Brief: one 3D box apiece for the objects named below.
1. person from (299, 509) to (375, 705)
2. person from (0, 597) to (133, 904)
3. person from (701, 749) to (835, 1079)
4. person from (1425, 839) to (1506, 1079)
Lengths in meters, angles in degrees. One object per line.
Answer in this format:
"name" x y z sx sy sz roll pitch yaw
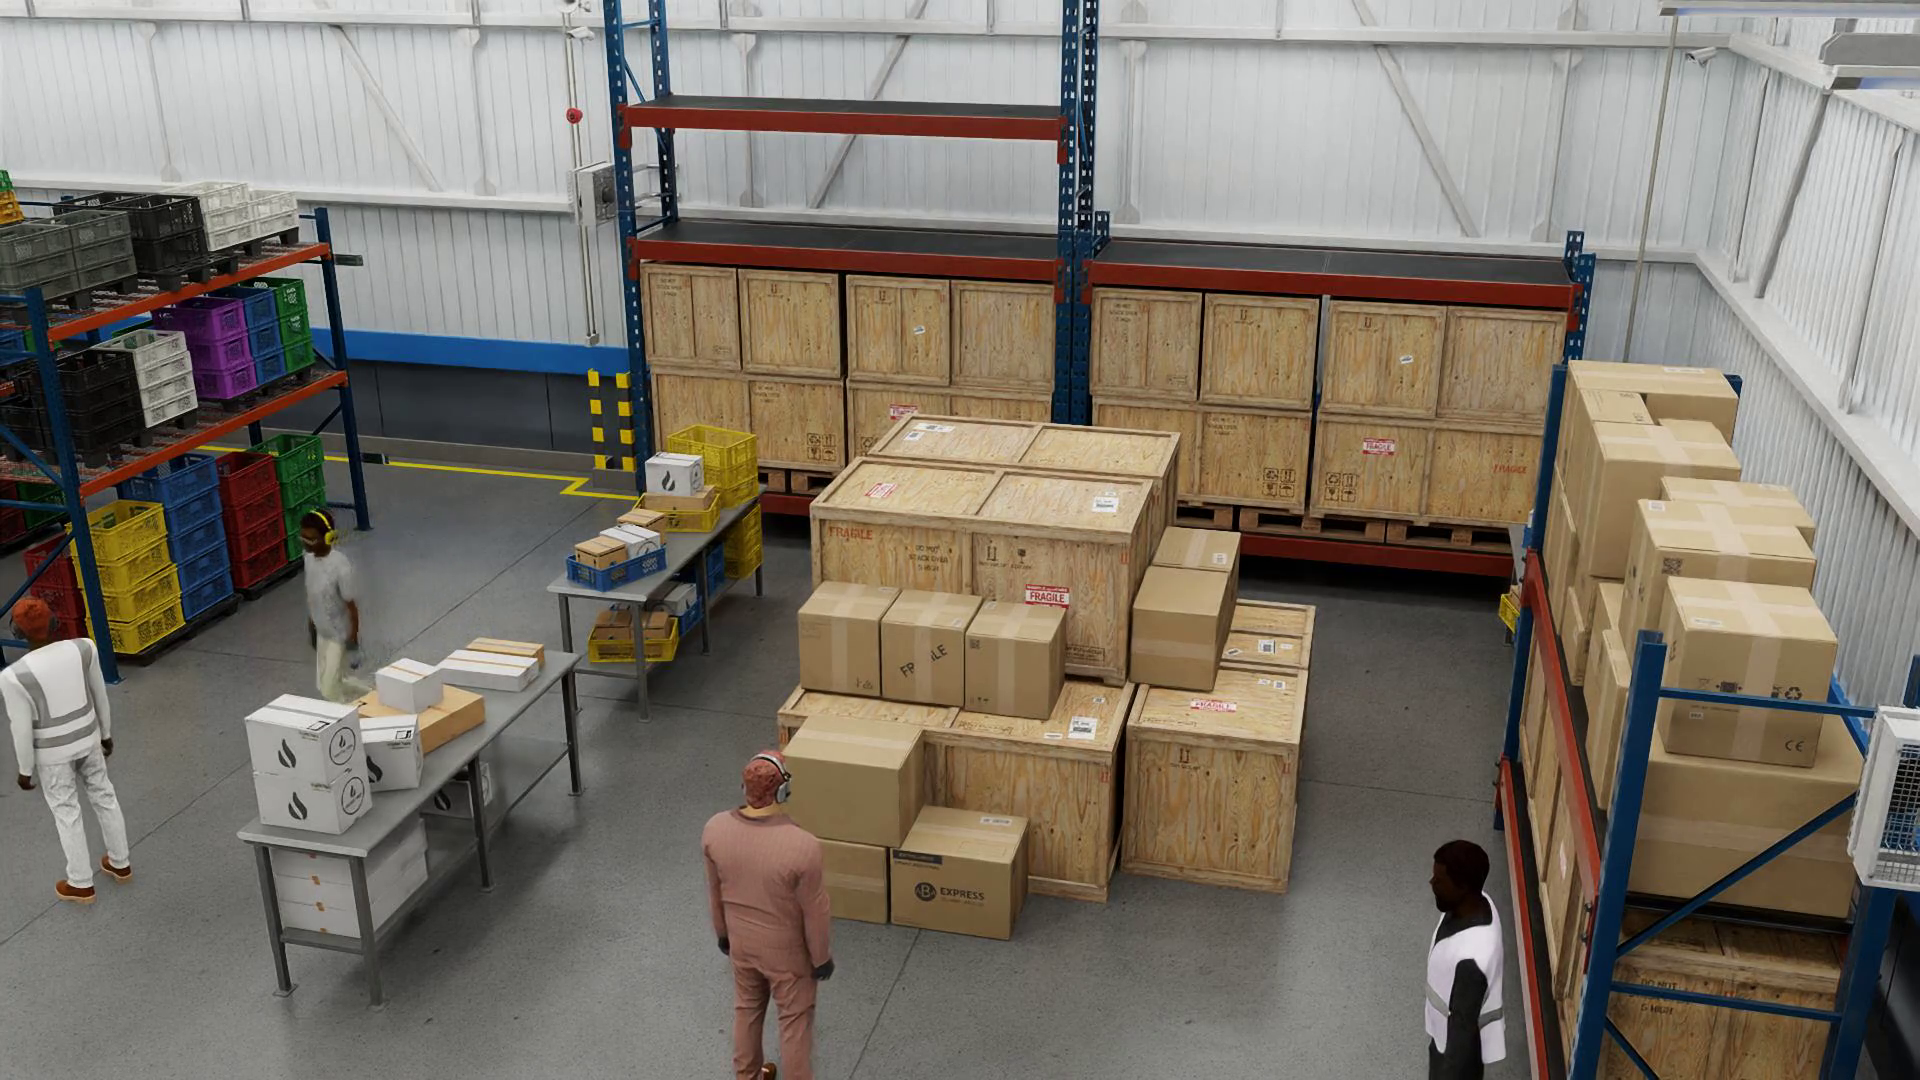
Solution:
"person" -4.174 0.625 11.193 0.559 1.844 0.631 18 27 39
"person" -5.168 1.210 9.612 0.354 1.875 0.572 12 24 29
"person" -0.880 1.870 7.862 0.648 1.900 0.400 11 23 26
"person" 2.125 2.142 7.134 0.409 1.908 0.597 5 22 14
